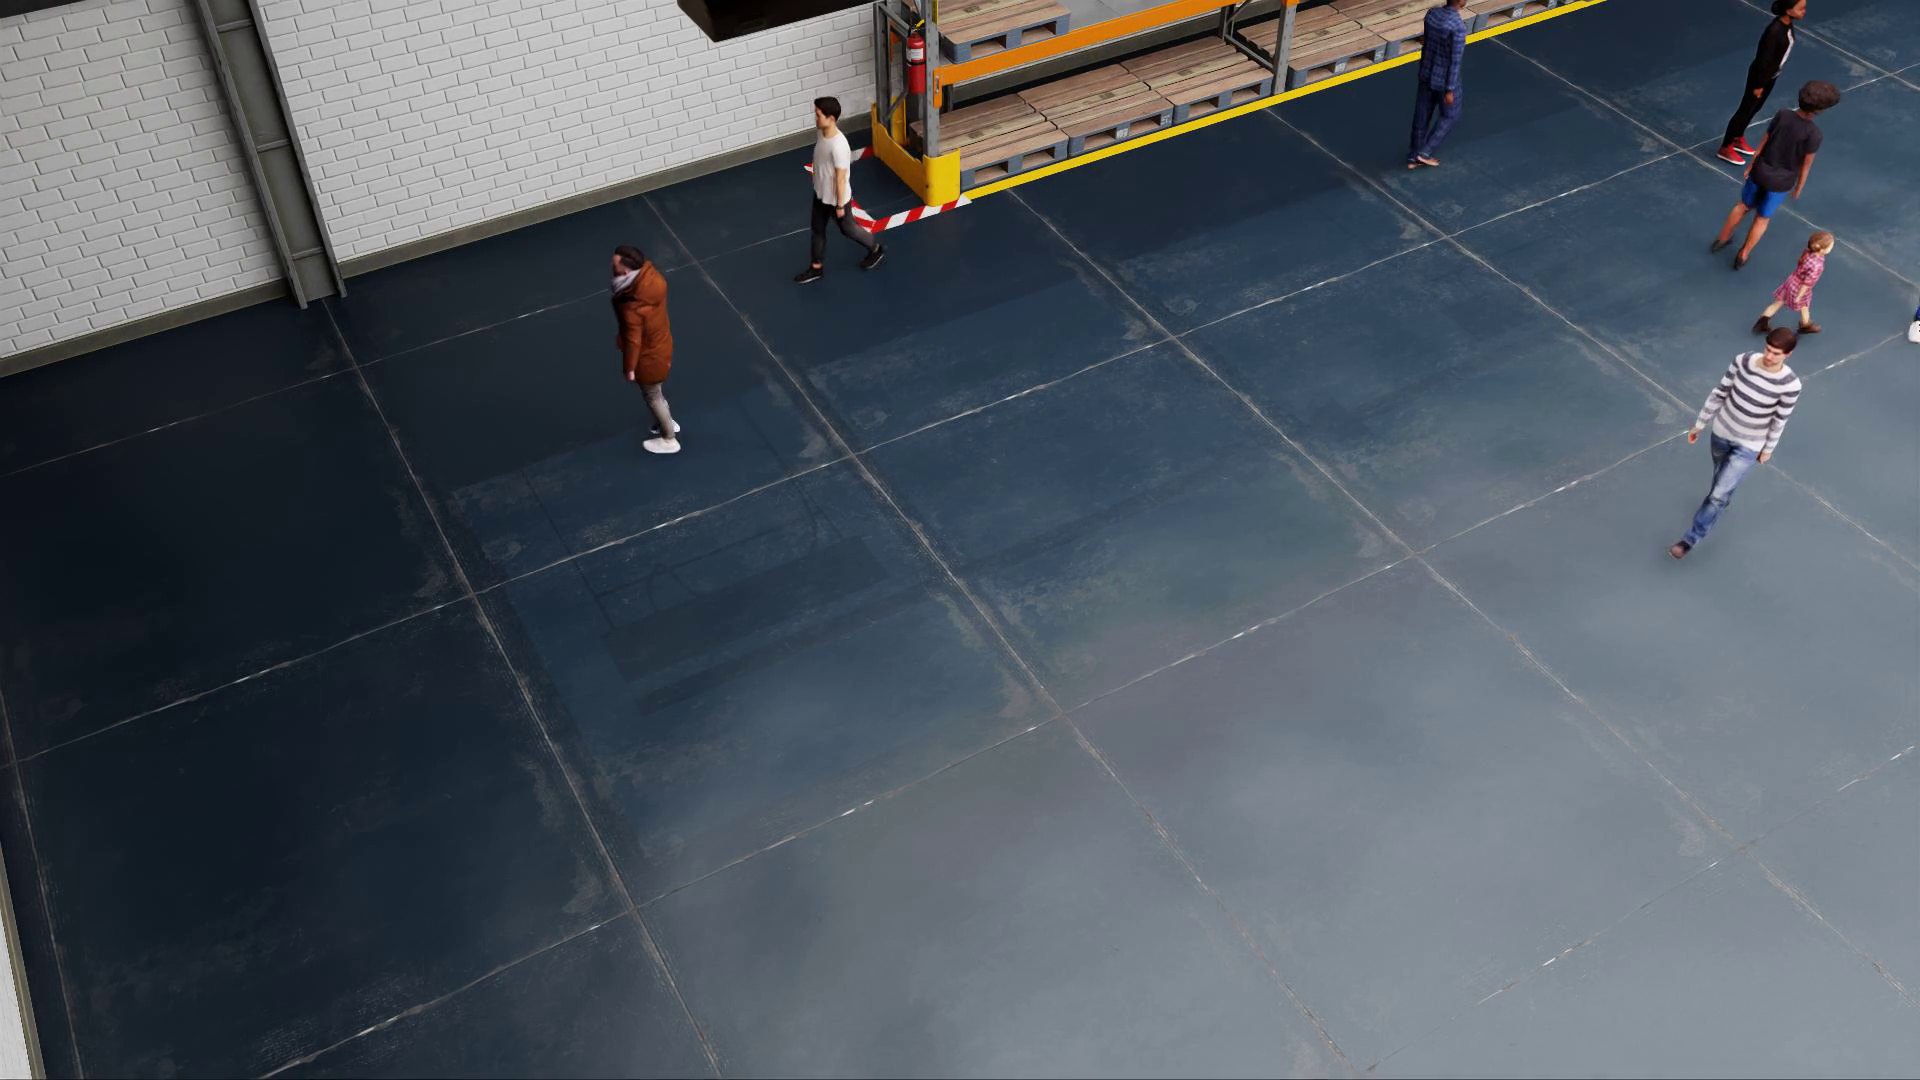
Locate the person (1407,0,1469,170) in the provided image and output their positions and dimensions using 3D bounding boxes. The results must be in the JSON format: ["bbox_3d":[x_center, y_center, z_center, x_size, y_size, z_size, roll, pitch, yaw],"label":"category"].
[{"bbox_3d":[4.293,-4.182,15.146,0.621,1.811,0.674,-21,47,-21],"label":"person"}]

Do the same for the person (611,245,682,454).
[{"bbox_3d":[-2.206,-1.373,12.186,0.909,1.825,0.865,7,44,7],"label":"person"}]

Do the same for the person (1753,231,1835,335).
[{"bbox_3d":[6.778,-2.075,13.525,0.809,0.995,0.635,-1,44,-1],"label":"person"}]

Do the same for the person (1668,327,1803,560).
[{"bbox_3d":[5.452,-0.753,11.556,1.183,1.797,0.717,-26,49,-25],"label":"person"}]

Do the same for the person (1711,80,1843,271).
[{"bbox_3d":[6.841,-3.024,13.958,0.743,1.772,0.678,29,51,27],"label":"person"}]

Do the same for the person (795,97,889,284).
[{"bbox_3d":[-0.983,-2.927,13.916,1.080,1.689,0.661,-19,47,-19],"label":"person"}]

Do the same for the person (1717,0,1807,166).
[{"bbox_3d":[7.413,-4.295,15.364,0.700,1.673,0.545,33,53,30],"label":"person"}]
